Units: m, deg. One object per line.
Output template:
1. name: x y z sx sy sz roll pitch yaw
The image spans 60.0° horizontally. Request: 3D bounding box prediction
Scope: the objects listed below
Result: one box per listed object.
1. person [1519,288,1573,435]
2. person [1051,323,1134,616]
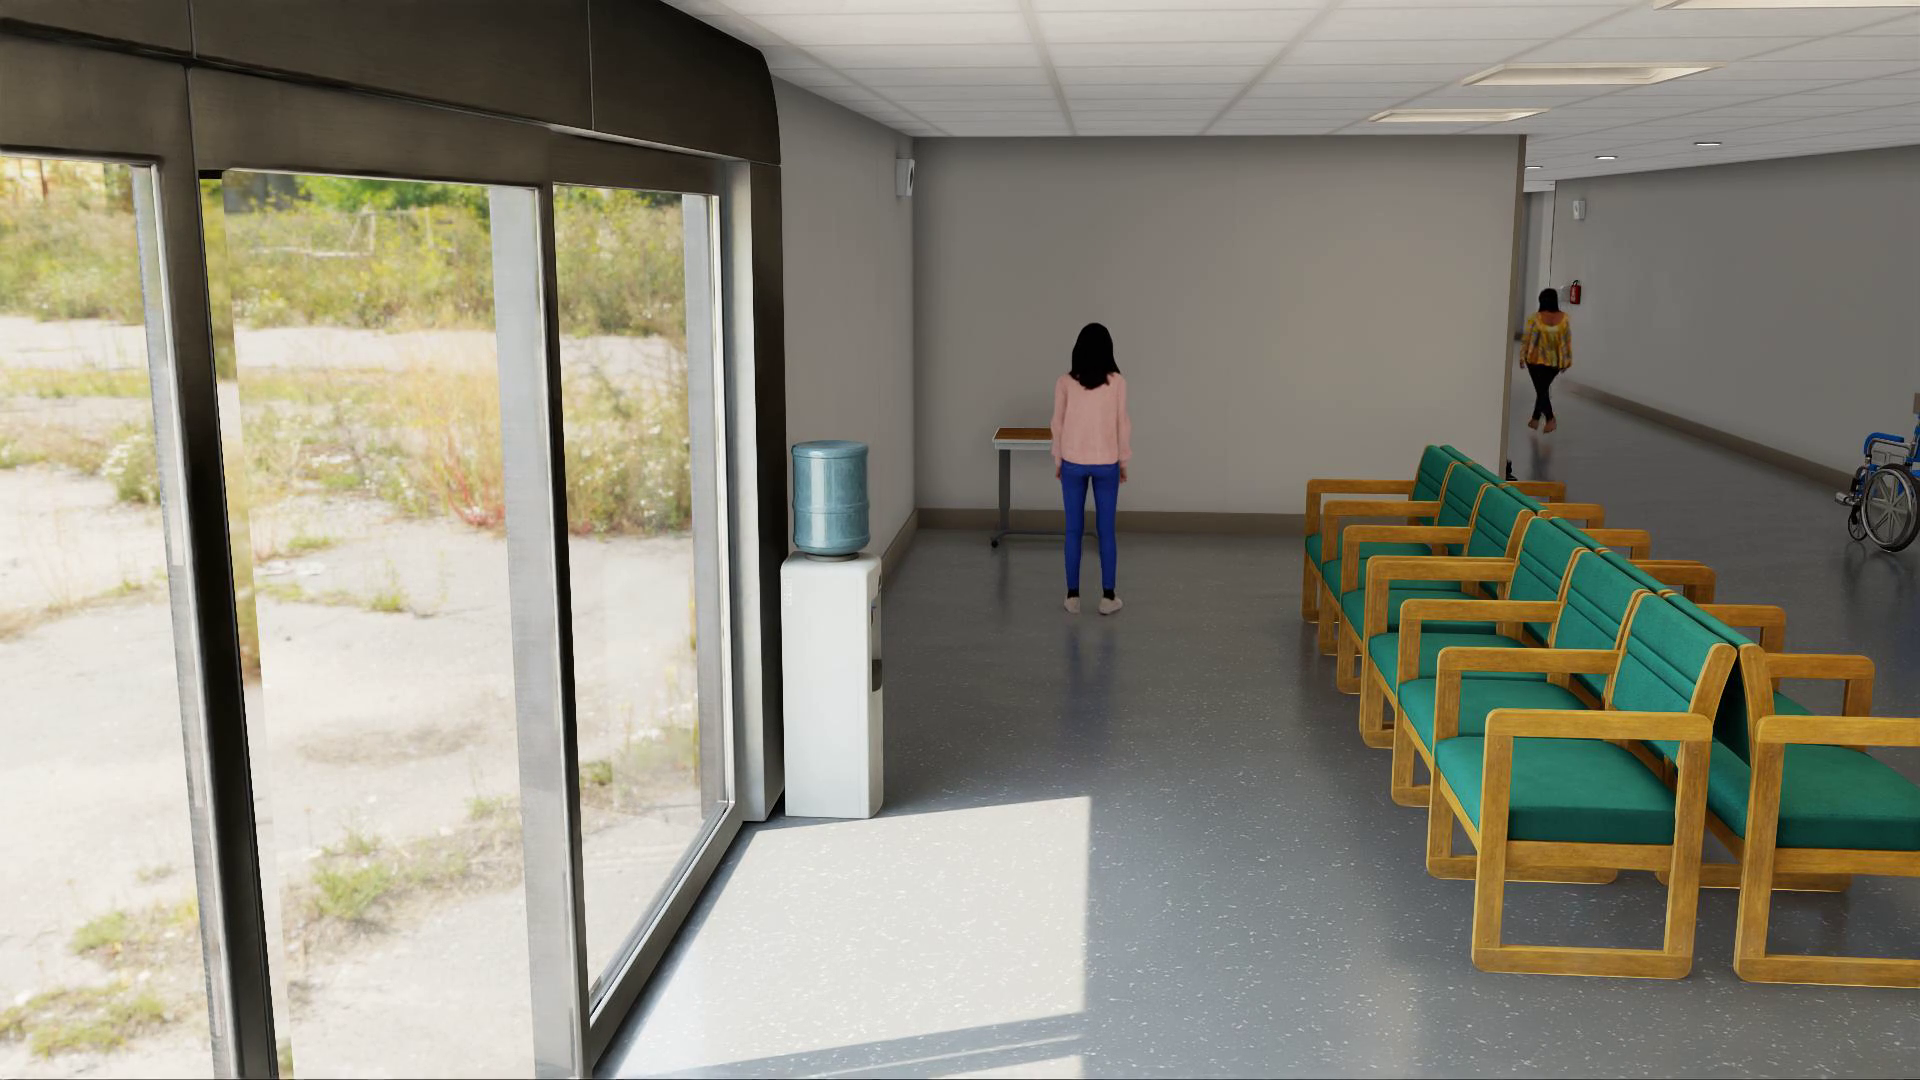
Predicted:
1. person: 6.539 -1.948 18.505 1.069 1.610 0.879 -1 11 -7
2. person: 0.791 -0.436 10.114 0.505 1.768 0.727 2 11 10
